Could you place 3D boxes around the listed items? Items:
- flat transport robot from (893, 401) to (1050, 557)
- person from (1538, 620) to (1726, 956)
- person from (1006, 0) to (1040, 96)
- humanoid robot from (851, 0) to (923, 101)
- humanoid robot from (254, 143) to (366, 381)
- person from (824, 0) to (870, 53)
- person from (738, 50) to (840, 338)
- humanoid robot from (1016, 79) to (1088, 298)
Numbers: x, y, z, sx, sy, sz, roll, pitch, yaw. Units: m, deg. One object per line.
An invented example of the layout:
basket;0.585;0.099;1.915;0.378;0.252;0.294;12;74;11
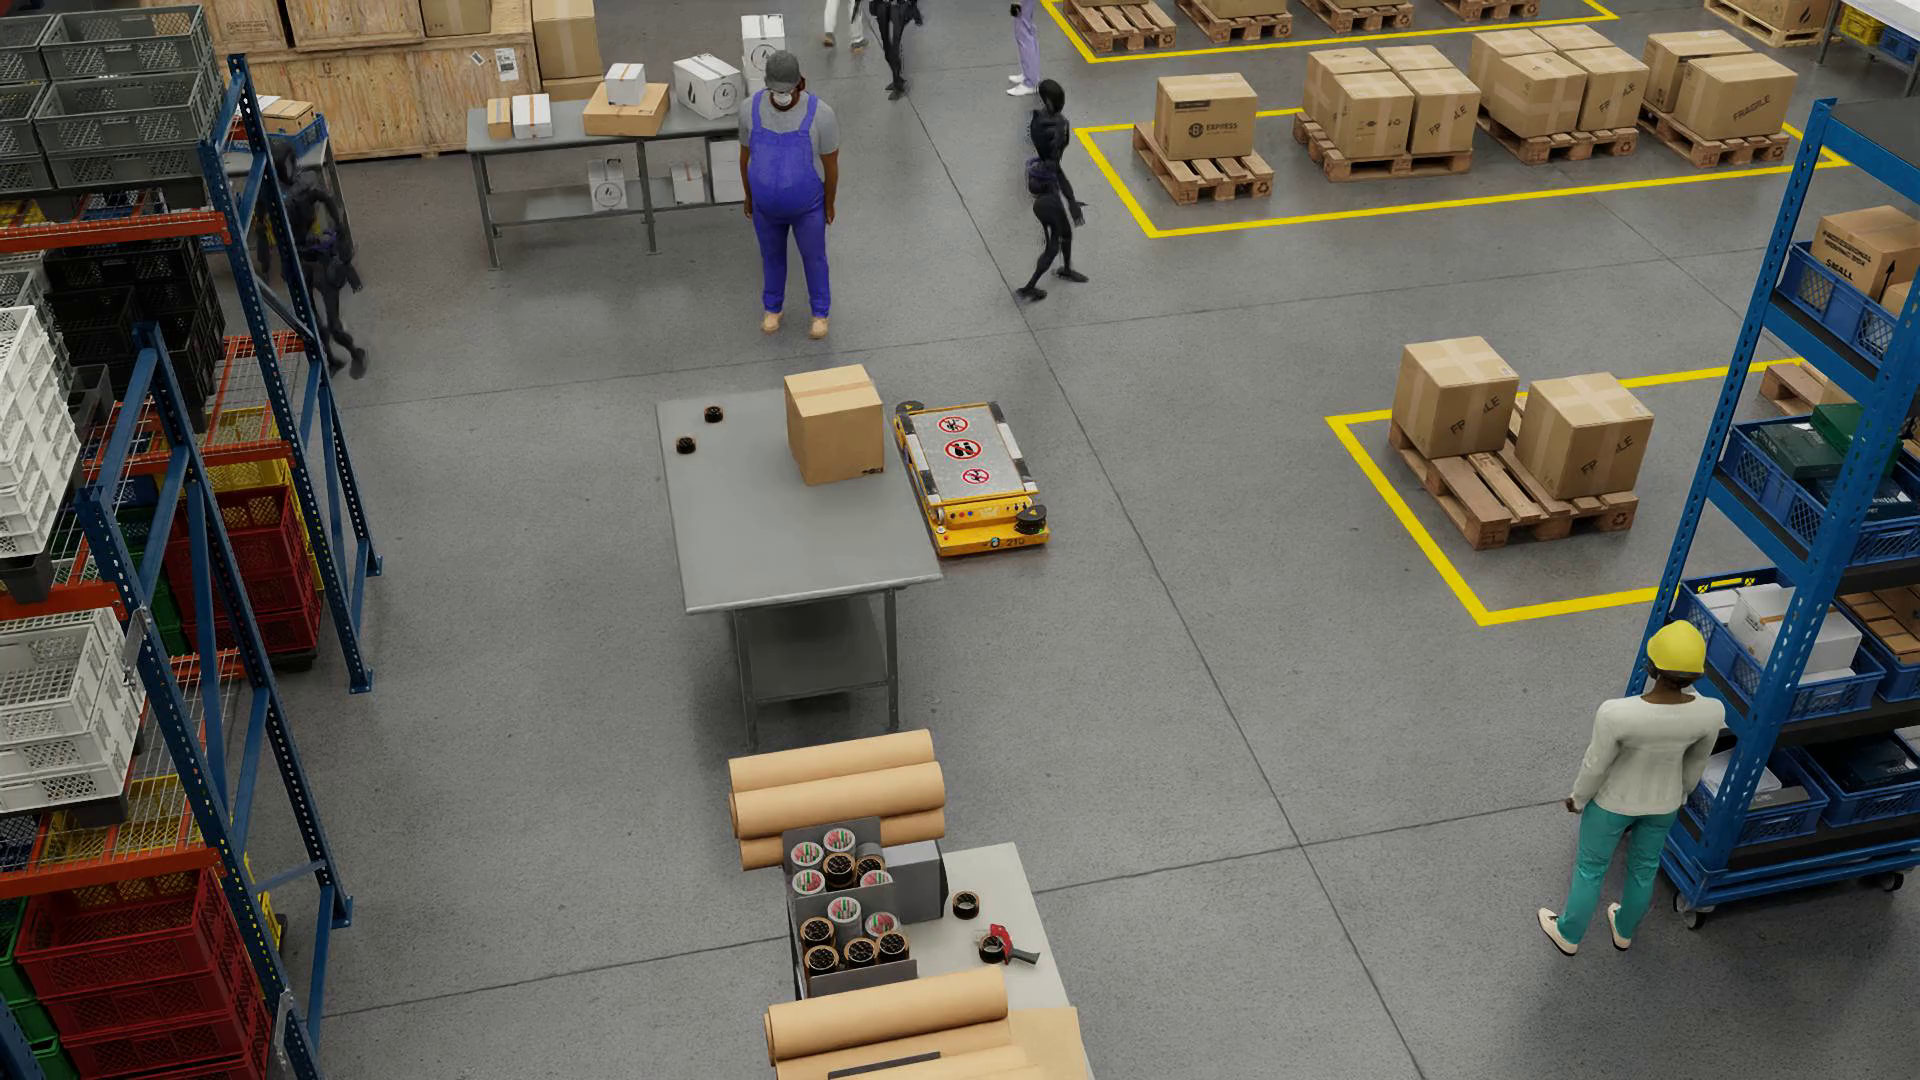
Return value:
flat transport robot;0.046;-0.430;10.108;0.652;0.197;1.431;-8;37;-10
person;2.779;1.065;6.897;0.521;1.732;0.309;-2;37;-3
person;0.530;-4.944;14.830;0.427;1.910;0.598;5;37;7
humanoid robot;-0.650;-4.769;14.786;0.599;1.640;0.579;21;41;25
humanoid robot;-4.233;-1.759;10.735;0.602;1.645;0.427;6;37;9
person;-1.058;-5.496;15.601;0.612;1.872;0.446;15;39;19
person;-1.156;-2.314;11.180;0.678;2.000;0.536;6;37;8
humanoid robot;0.658;-2.487;11.752;0.518;1.621;0.588;2;37;2
